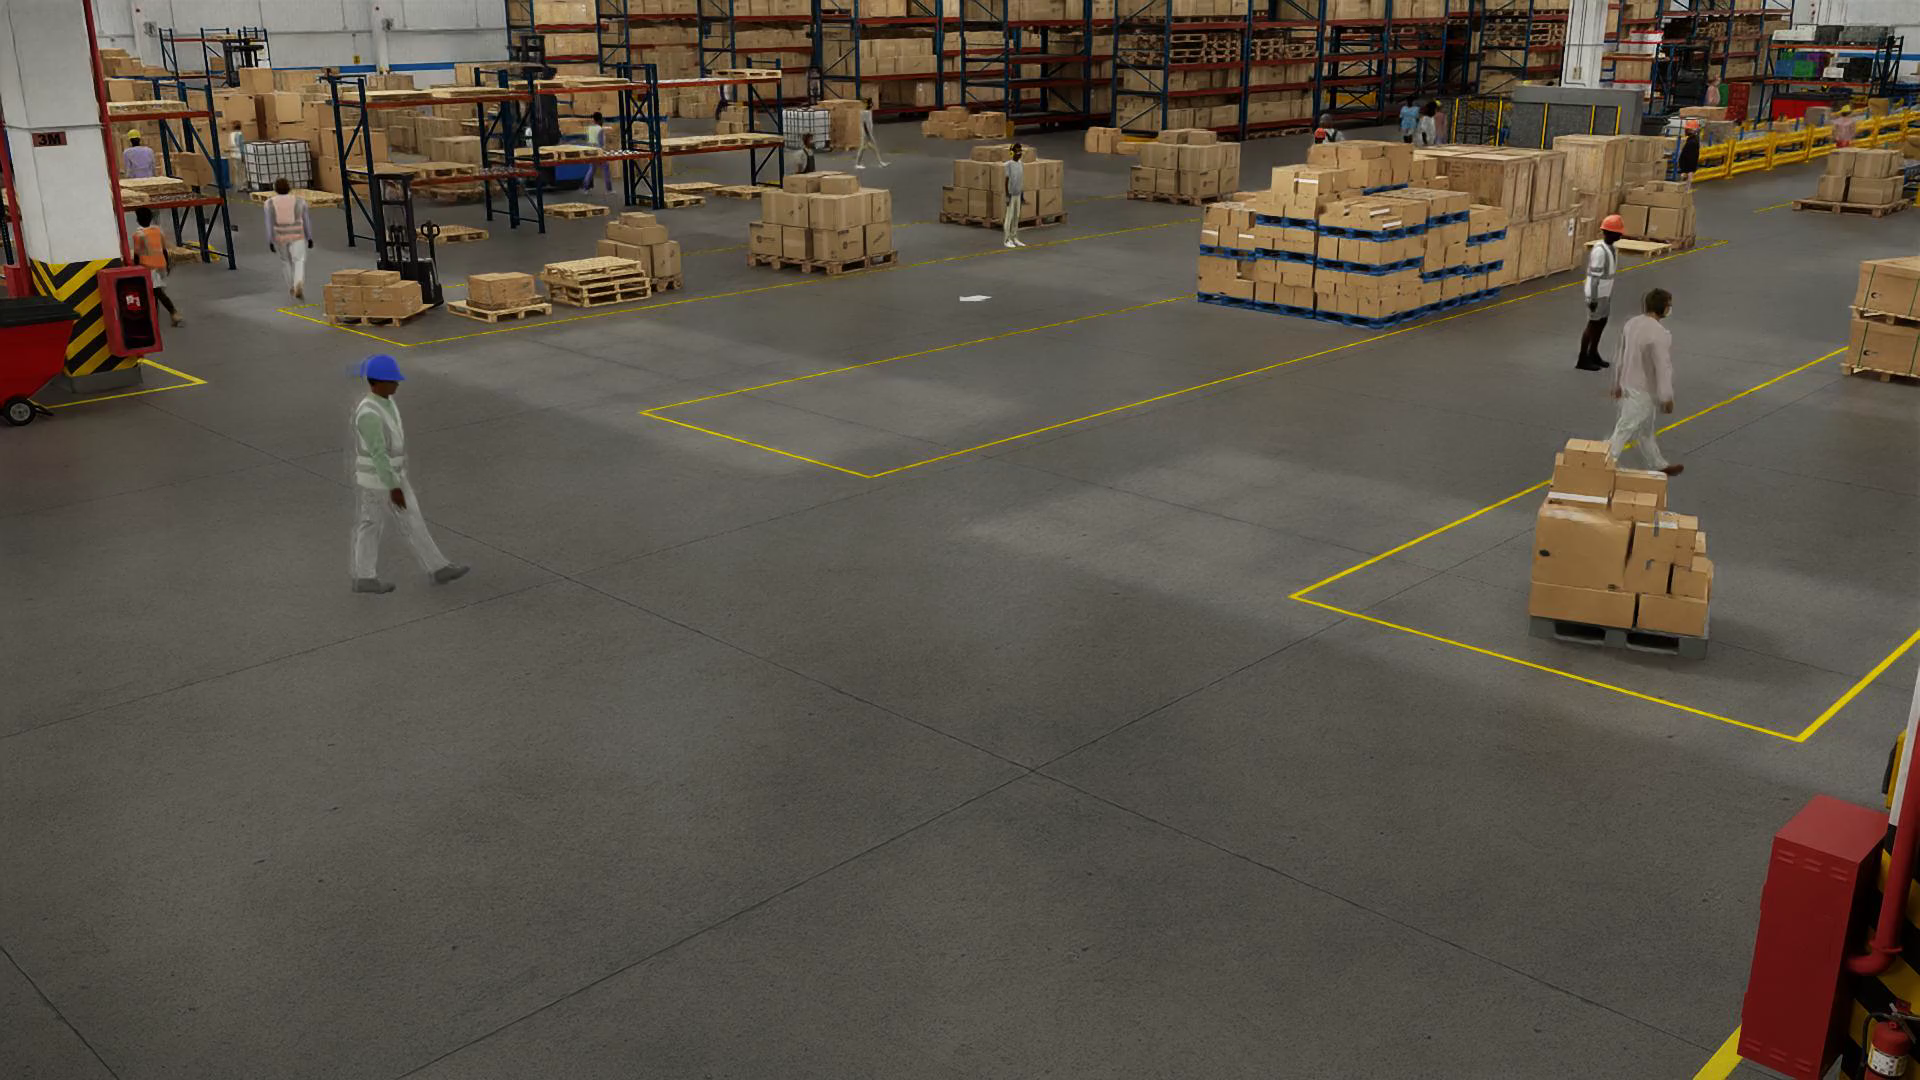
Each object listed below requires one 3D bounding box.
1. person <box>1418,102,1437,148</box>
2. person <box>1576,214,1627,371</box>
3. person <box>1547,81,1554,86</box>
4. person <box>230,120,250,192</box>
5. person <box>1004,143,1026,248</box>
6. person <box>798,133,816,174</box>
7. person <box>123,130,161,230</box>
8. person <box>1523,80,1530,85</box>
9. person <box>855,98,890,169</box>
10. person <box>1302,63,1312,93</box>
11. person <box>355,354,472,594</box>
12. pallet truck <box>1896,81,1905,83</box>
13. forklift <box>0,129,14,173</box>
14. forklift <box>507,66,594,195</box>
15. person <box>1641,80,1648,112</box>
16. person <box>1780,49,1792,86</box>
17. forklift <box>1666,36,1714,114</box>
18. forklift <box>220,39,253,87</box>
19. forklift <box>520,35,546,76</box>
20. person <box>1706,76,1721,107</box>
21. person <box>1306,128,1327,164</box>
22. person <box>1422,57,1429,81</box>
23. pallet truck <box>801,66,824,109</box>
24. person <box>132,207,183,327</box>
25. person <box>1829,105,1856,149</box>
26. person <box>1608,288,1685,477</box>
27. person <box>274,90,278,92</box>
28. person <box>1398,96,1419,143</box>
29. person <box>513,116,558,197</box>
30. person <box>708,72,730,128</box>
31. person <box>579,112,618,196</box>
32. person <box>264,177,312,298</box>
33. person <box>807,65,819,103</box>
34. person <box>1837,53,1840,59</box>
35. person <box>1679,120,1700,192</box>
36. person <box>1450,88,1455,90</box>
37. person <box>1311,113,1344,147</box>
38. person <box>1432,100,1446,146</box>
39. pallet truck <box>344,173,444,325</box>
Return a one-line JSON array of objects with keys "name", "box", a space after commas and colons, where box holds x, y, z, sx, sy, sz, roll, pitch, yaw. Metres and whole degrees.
[{"name": "person", "box": [11.358, -9.691, 40.498, 1.024, 1.914, 0.624, 15, 24, 38]}, {"name": "person", "box": [7.896, -3.039, 20.433, 0.396, 1.925, 0.550, 14, 23, 36]}, {"name": "person", "box": [19.040, -14.014, 53.897, 0.532, 1.676, 0.688, 13, 22, 33]}, {"name": "person", "box": [-16.604, -8.875, 38.470, 0.546, 1.619, 0.456, 17, 25, 42]}, {"name": "person", "box": [1.004, -6.260, 30.227, 0.327, 1.869, 0.521, 14, 23, 37]}, {"name": "person", "box": [-2.882, -7.081, 32.775, 0.852, 1.814, 0.540, 6, 19, 18]}, {"name": "person", "box": [-15.929, -7.001, 32.368, 0.384, 1.922, 0.594, 15, 23, 37]}, {"name": "person", "box": [17.564, -13.413, 51.853, 0.611, 1.813, 0.440, 14, 23, 36]}, {"name": "person", "box": [-2.336, -10.560, 43.255, 0.982, 1.814, 0.559, 8, 20, 22]}, {"name": "person", "box": [14.280, -18.781, 68.281, 0.551, 1.644, 0.861, -16, 24, -39]}, {"name": "person", "box": [-4.309, -0.487, 12.769, 0.938, 1.898, 0.642, 0, 18, 0]}, {"name": "pallet truck", "box": [34.802, -16.331, 61.455, 0.653, 1.274, 1.630, 17, 25, 41]}, {"name": "forklift", "box": [-24.029, -10.894, 42.603, 1.129, 2.768, 1.873, 17, 25, 41]}, {"name": "forklift", "box": [-9.543, -9.421, 38.166, 1.129, 2.768, 1.873, 17, 25, 41]}, {"name": "person", "box": [23.069, -14.783, 56.350, 0.869, 1.596, 0.514, 17, 25, 41]}, {"name": "person", "box": [40.045, -22.888, 80.481, 0.326, 1.767, 0.533, -11, 21, -29]}, {"name": "forklift", "box": [27.341, -17.291, 61.877, 1.129, 2.768, 1.873, 17, 25, 41]}, {"name": "forklift", "box": [-25.485, -16.302, 58.898, 1.873, 2.768, 1.129, 17, 25, 41]}, {"name": "forklift", "box": [-16.235, -17.864, 63.605, 1.873, 2.768, 1.129, 17, 25, 41]}, {"name": "person", "box": [23.711, -13.642, 52.409, 0.403, 1.904, 0.652, 10, 21, 27]}, {"name": "person", "box": [6.999, -7.077, 32.569, 0.548, 1.942, 0.348, -5, 19, -15]}, {"name": "person", "box": [22.235, -22.409, 79.274, 0.716, 1.608, 0.512, -14, 23, -37]}, {"name": "pallet truck", "box": [-4.812, -15.182, 56.903, 0.823, 1.965, 1.885, -9, 21, -26]}, {"name": "person", "box": [-11.184, -3.794, 23.119, 0.844, 1.664, 0.537, 6, 19, 19]}, {"name": "person", "box": [22.438, -10.175, 42.277, 0.918, 1.730, 0.538, -14, 23, -36]}, {"name": "person", "box": [6.486, -1.407, 15.559, 0.996, 1.888, 0.648, -2, 18, -5]}, {"name": "person", "box": [-20.708, -12.830, 49.938, 0.642, 1.927, 0.475, -15, 24, -38]}, {"name": "person", "box": [12.485, -11.531, 46.409, 0.554, 1.659, 0.828, 9, 21, 26]}, {"name": "person", "box": [-9.761, -8.724, 37.804, 1.160, 1.791, 0.591, -10, 21, -27]}, {"name": "person", "box": [-8.100, -14.802, 55.938, 0.903, 1.881, 0.616, 1, 18, 4]}, {"name": "person", "box": [-8.293, -8.774, 37.799, 0.596, 1.880, 0.960, 17, 25, 42]}, {"name": "person", "box": [-10.182, -4.582, 25.255, 0.629, 1.818, 0.844, -5, 19, -16]}, {"name": "person", "box": [-5.410, -16.666, 61.644, 0.551, 1.826, 0.631, -16, 24, -40]}, {"name": "person", "box": [41.135, -22.273, 78.296, 0.415, 1.985, 0.610, 12, 22, 33]}, {"name": "person", "box": [14.780, -7.519, 33.821, 0.380, 1.994, 0.611, 6, 19, 17]}, {"name": "person", "box": [23.002, -22.003, 77.547, 0.372, 1.940, 0.627, 7, 20, 20]}, {"name": "person", "box": [7.701, -8.002, 35.202, 0.709, 2.000, 0.535, -6, 19, -17]}, {"name": "person", "box": [12.395, -10.563, 43.379, 0.531, 1.753, 0.395, -1, 18, -4]}, {"name": "pallet truck", "box": [-8.209, -4.181, 23.757, 0.823, 1.965, 1.885, 3, 19, 9]}]
